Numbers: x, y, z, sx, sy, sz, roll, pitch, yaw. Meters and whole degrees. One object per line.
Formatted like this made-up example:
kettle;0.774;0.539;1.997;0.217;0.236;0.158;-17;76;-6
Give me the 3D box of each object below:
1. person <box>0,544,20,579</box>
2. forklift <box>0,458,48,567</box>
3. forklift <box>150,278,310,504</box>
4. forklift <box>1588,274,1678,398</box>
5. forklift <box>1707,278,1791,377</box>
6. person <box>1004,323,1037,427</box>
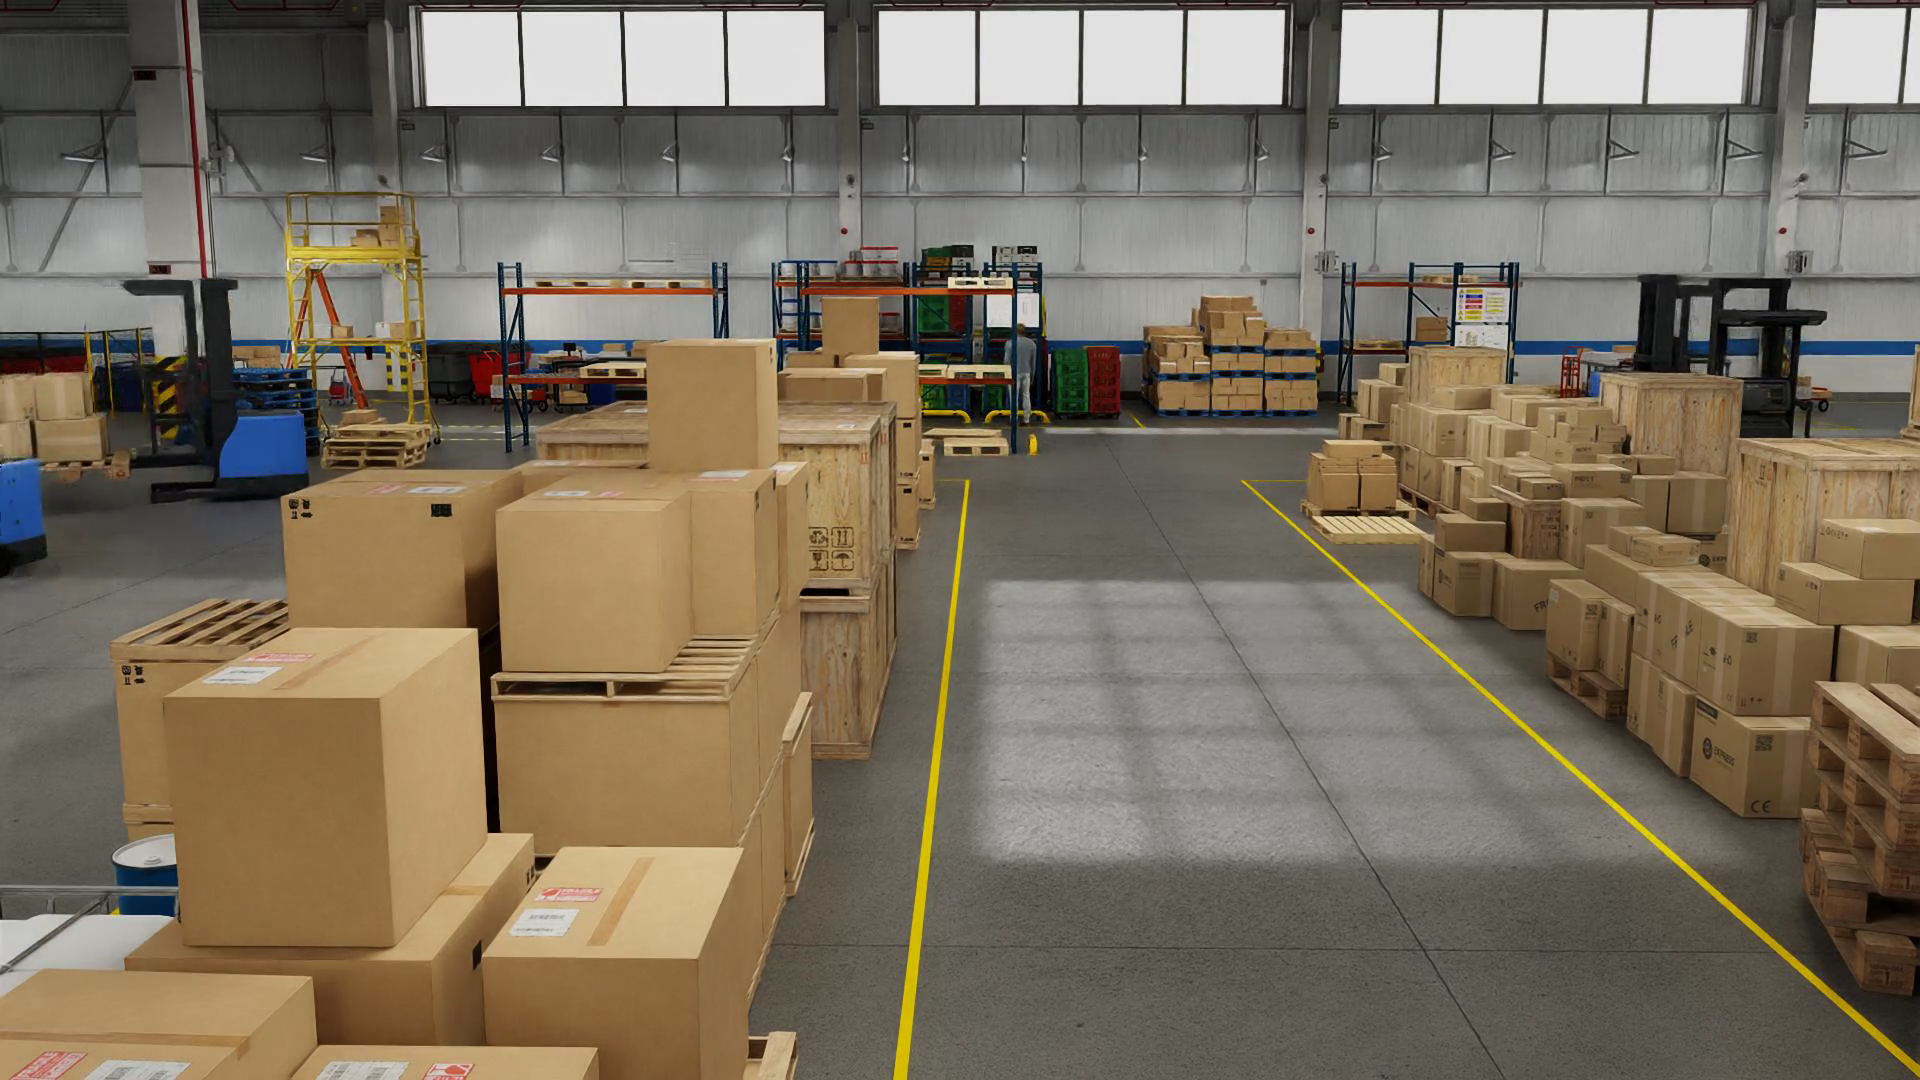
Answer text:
person;-9.060;-0.476;15.348;0.560;1.920;0.566;7;11;34
forklift;-10.138;-1.086;16.139;1.873;2.768;1.129;1;10;6
forklift;-9.465;-1.957;21.360;1.873;2.768;1.129;-4;10;-25
forklift;12.184;-3.277;29.264;1.873;2.768;1.129;0;9;1
forklift;10.341;-2.065;22.004;1.129;2.768;1.873;0;9;0
person;1.111;-3.039;30.700;0.630;1.934;0.366;-4;10;-21
